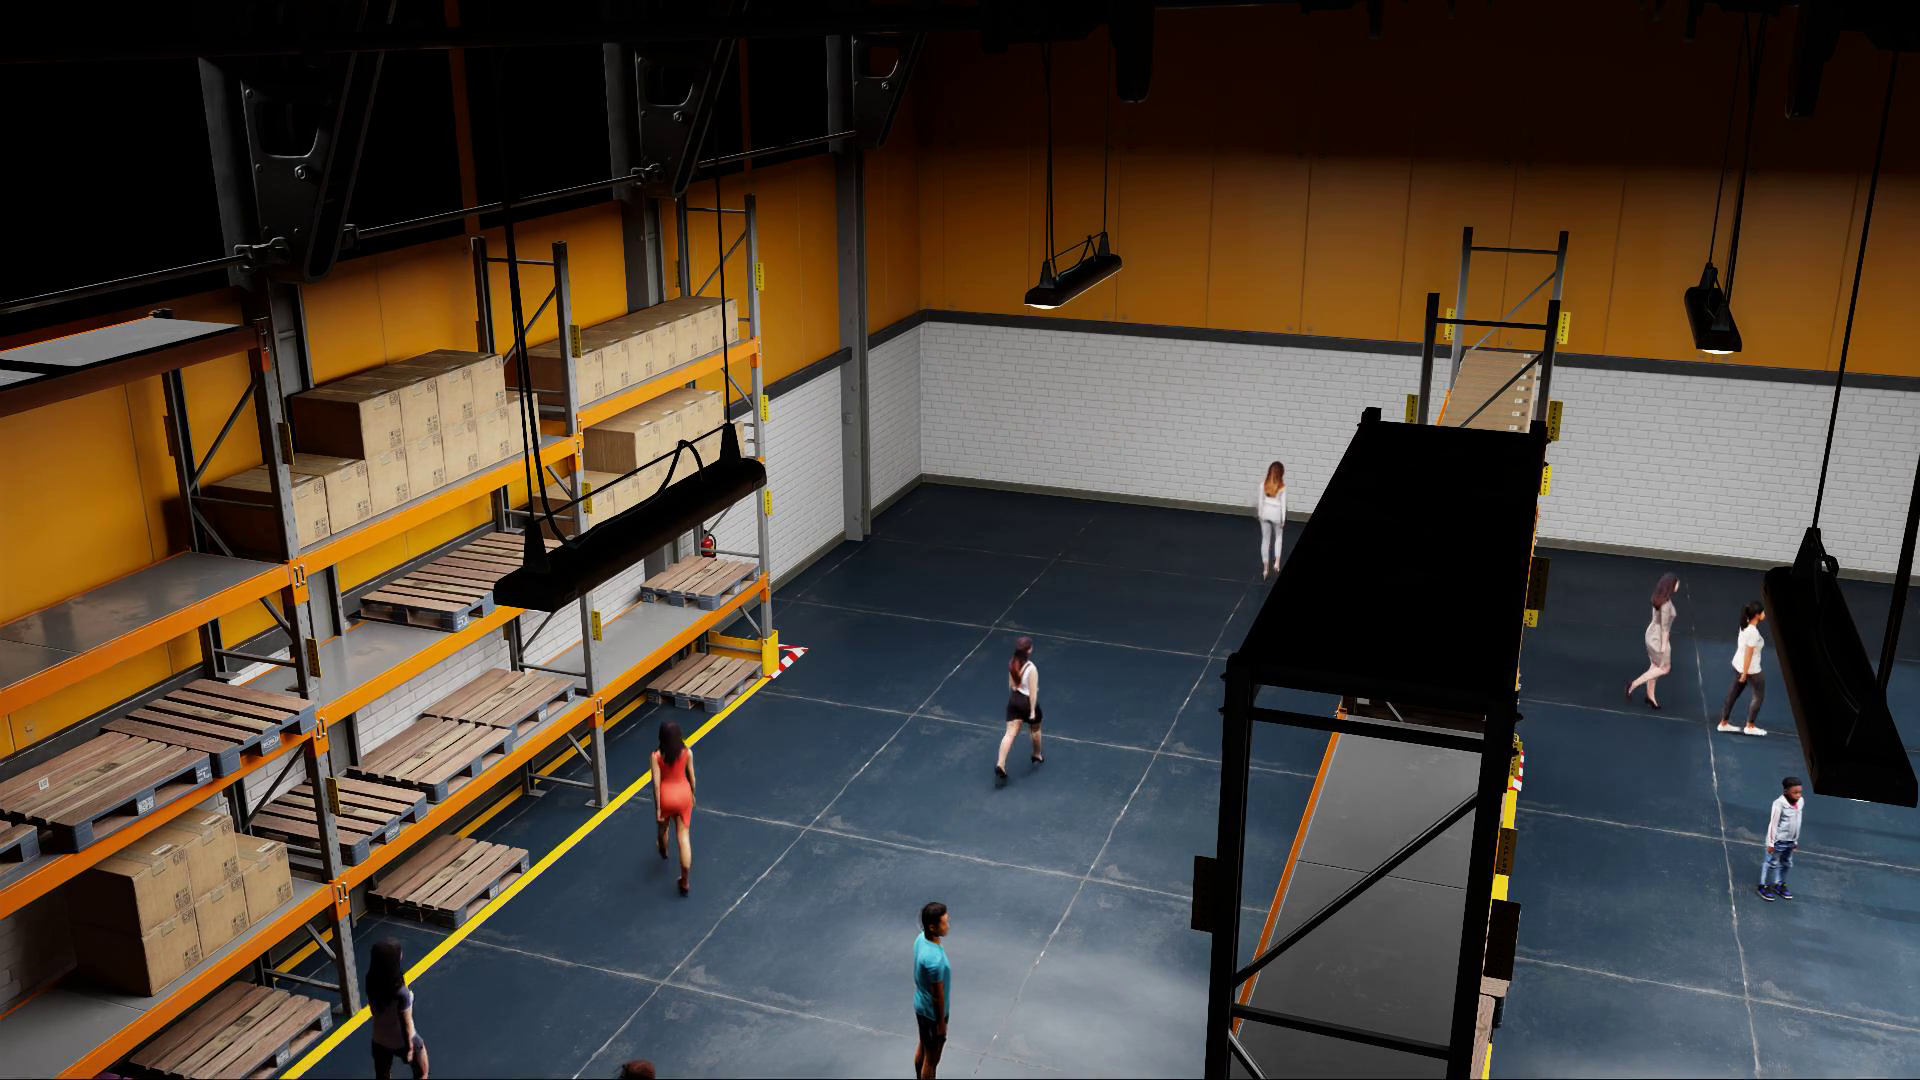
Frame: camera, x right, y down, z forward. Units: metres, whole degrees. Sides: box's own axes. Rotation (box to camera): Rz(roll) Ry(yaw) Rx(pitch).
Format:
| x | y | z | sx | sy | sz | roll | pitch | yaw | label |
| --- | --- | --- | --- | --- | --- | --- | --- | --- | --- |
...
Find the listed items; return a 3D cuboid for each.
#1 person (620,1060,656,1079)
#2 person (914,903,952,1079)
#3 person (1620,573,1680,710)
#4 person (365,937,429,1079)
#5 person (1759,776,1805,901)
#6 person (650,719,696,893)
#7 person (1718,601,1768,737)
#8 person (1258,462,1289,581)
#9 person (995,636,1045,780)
| x | y | z | sx | sy | sz | roll | pitch | yaw | label |
| --- | --- | --- | --- | --- | --- | --- | --- | --- | --- |
| -2.091 | 4.192 | 10.939 | 0.704 | 1.802 | 0.687 | -13 | 23 | -34 | person |
| -0.225 | 3.591 | 12.764 | 0.751 | 1.776 | 0.642 | -4 | 19 | -11 | person |
| 8.251 | 1.269 | 19.885 | 0.800 | 1.632 | 0.812 | 2 | 19 | 6 | person |
| -4.291 | 3.758 | 12.417 | 0.656 | 1.681 | 1.024 | 9 | 21 | 24 | person |
| 7.859 | 2.820 | 15.864 | 0.556 | 1.258 | 0.604 | -5 | 19 | -13 | person |
| -2.714 | 2.576 | 15.954 | 1.046 | 1.663 | 1.167 | -7 | 20 | -19 | person |
| 9.013 | 1.487 | 19.249 | 0.752 | 1.624 | 0.750 | 1 | 19 | 3 | person |
| 4.519 | -0.260 | 24.234 | 0.570 | 1.754 | 0.679 | 6 | 20 | 18 | person |
| 0.624 | 1.865 | 18.149 | 0.798 | 1.610 | 1.129 | 14 | 23 | 36 | person |
